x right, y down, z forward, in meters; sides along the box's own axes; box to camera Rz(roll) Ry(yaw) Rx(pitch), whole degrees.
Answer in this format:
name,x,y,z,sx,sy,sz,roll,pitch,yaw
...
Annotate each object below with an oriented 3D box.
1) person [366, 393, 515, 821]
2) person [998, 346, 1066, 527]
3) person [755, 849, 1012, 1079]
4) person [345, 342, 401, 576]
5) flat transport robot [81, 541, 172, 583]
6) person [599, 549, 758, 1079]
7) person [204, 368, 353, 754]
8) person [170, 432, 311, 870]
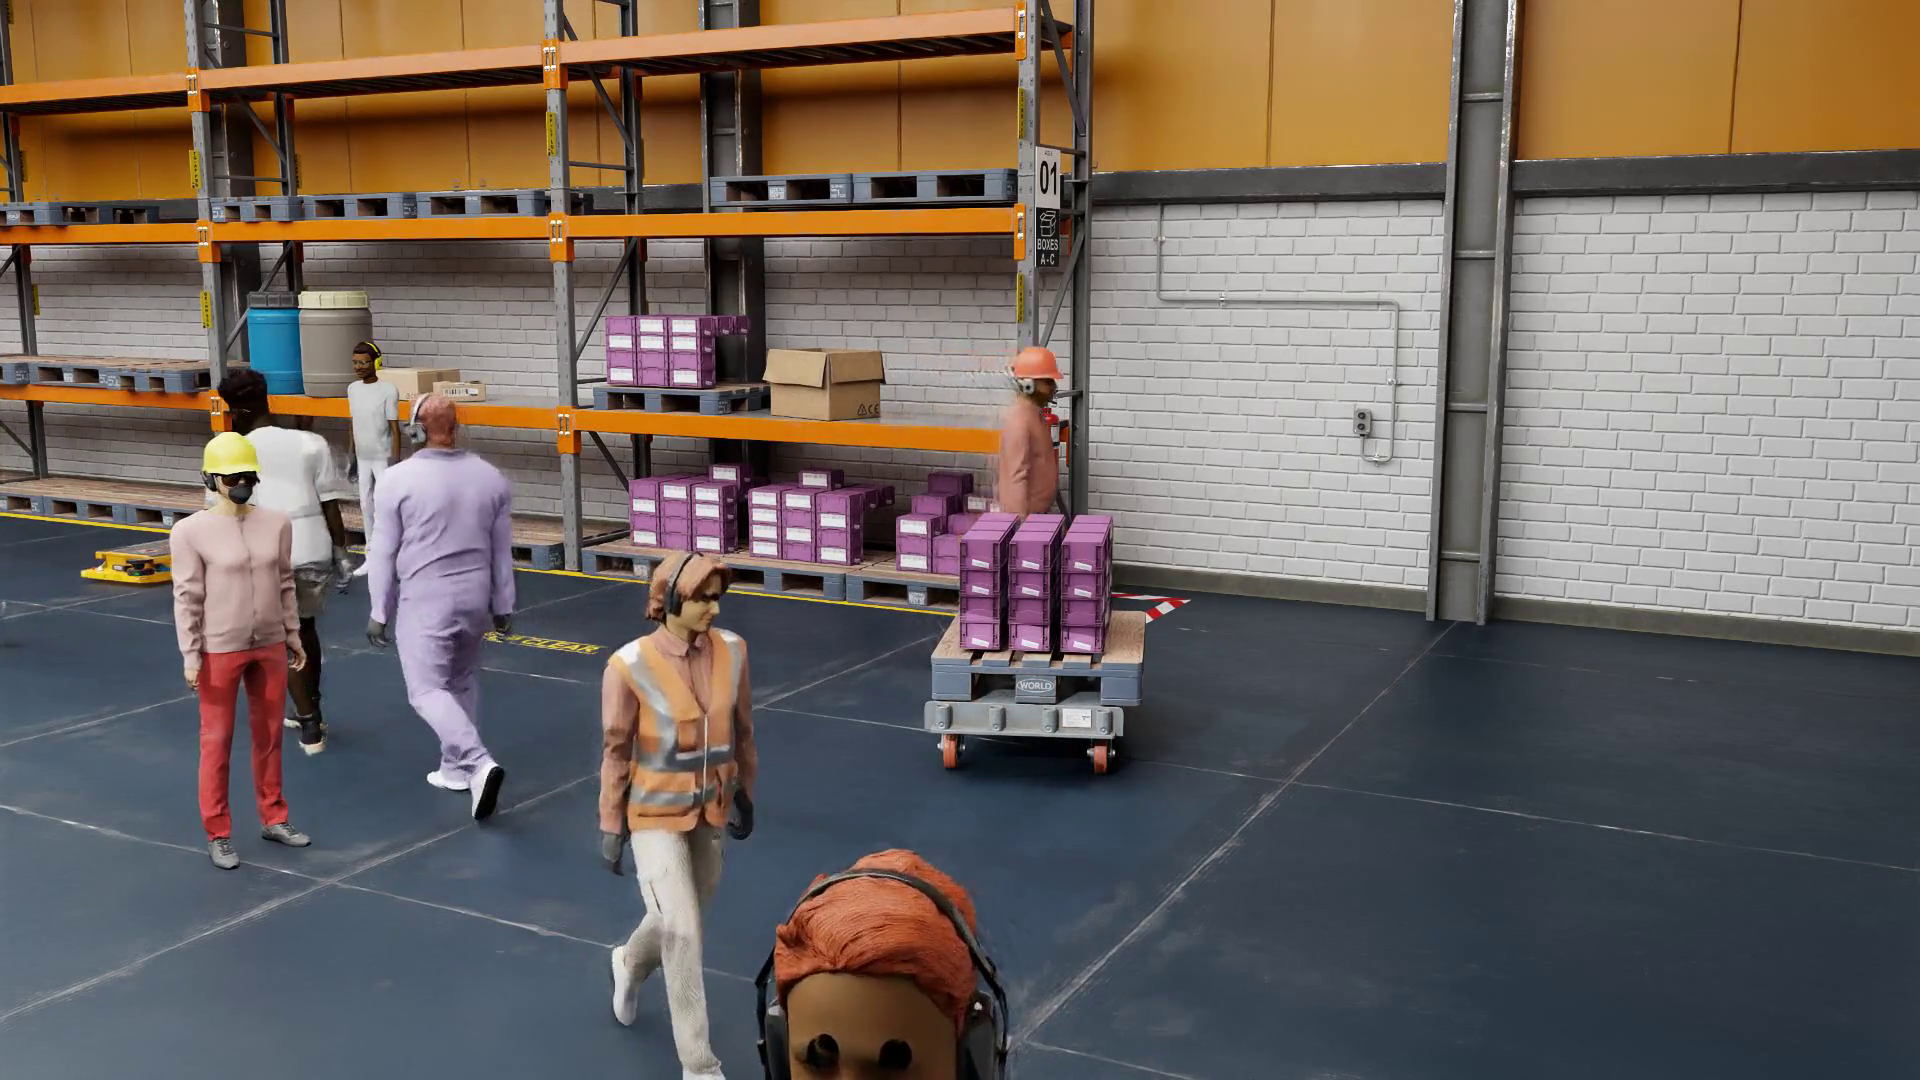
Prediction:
name,x,y,z,sx,sy,sz,roll,pitch,yaw
person,-2.255,0.289,7.383,0.815,1.880,0.647,7,12,37
person,0.394,-0.143,9.726,0.480,1.974,0.639,2,9,13
person,-0.052,1.202,1.763,0.587,1.868,0.633,1,9,4
person,-4.604,-0.624,13.063,0.516,1.860,0.324,5,10,26
flat transport robot,-6.195,0.123,13.334,0.652,0.197,1.431,4,10,24
person,-0.878,0.810,5.010,0.769,1.609,0.531,9,13,43
person,-3.445,0.099,8.387,0.643,1.920,0.717,-7,11,-36
person,-2.922,0.438,6.790,0.310,1.768,0.533,7,11,35
